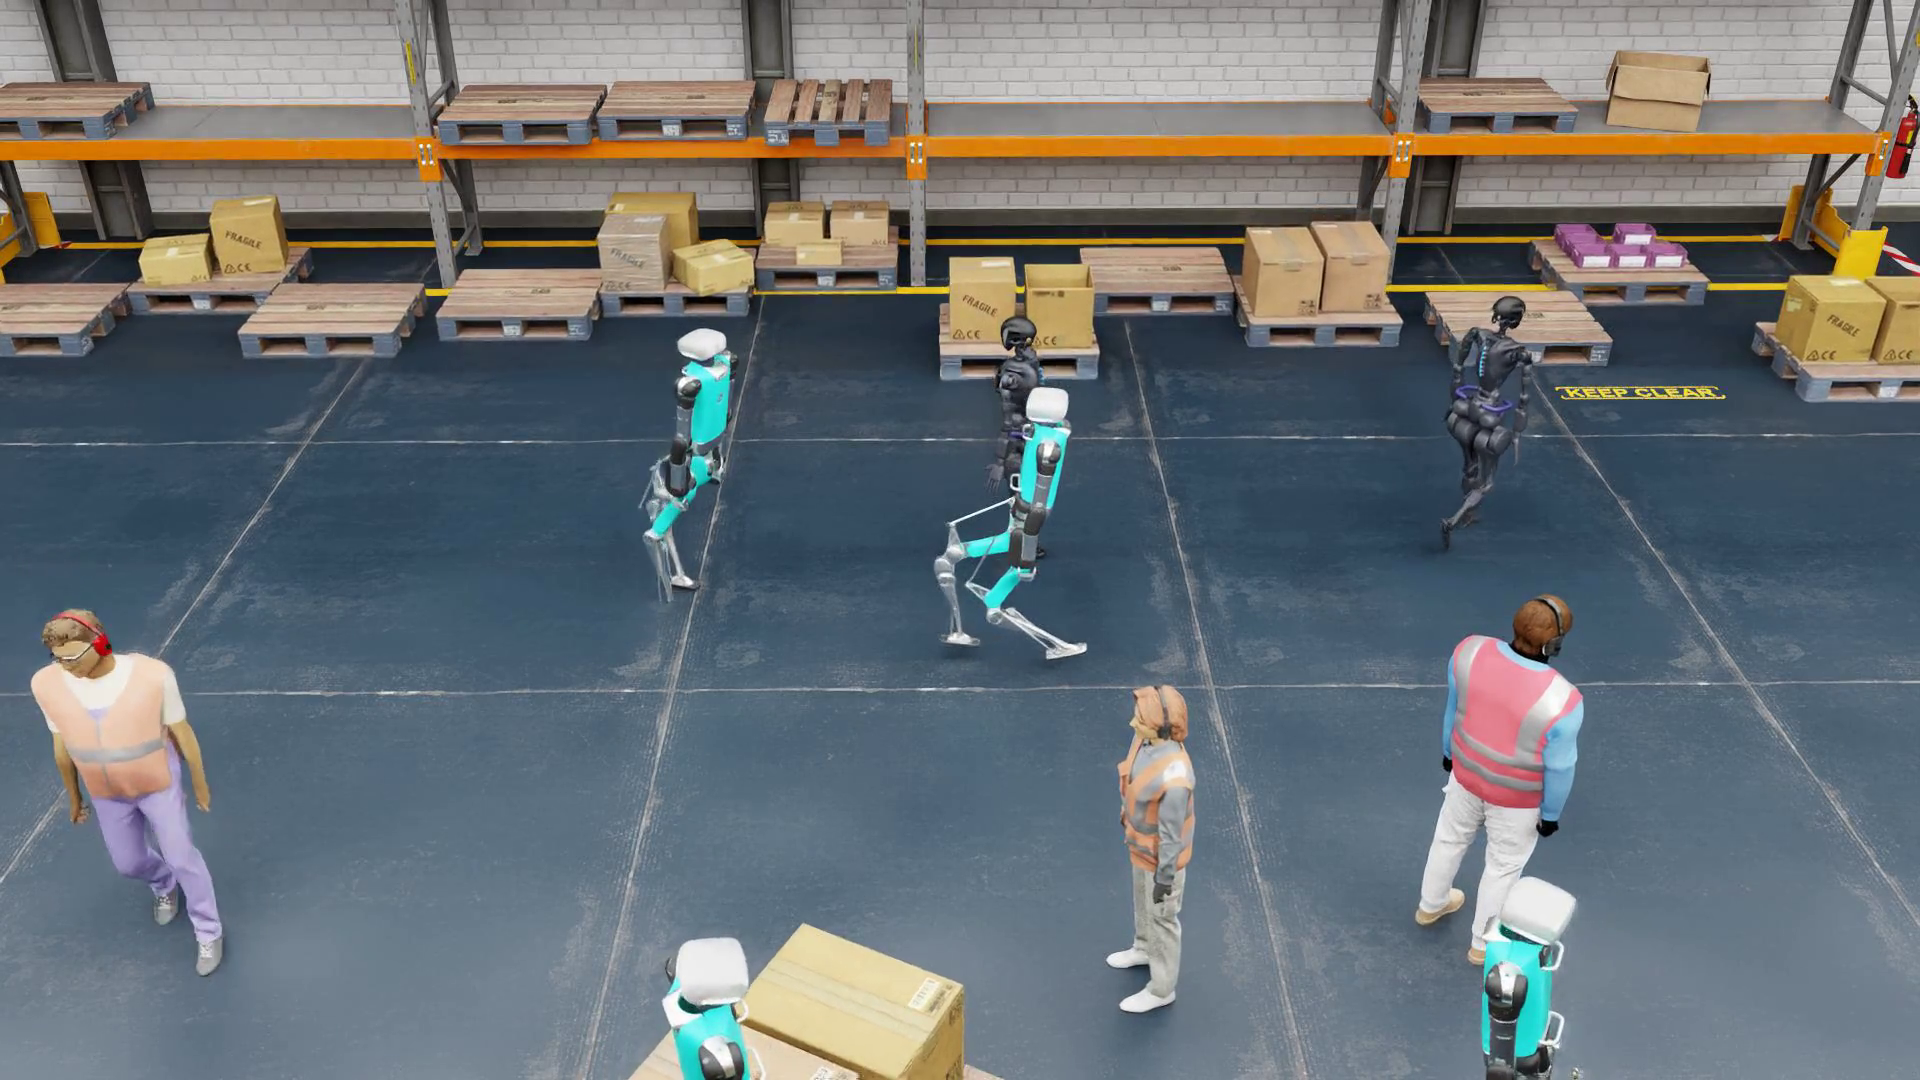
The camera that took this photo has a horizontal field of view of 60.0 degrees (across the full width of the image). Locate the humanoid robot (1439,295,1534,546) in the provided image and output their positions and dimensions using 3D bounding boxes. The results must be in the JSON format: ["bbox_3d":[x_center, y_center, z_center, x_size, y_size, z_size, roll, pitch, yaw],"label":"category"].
[{"bbox_3d":[3.187,-0.740,10.296,0.594,1.639,0.608,-21,37,-31],"label":"humanoid robot"}]

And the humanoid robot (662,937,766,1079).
[{"bbox_3d":[-0.614,2.019,5.656,0.657,1.832,0.538,-13,33,-20],"label":"humanoid robot"}]

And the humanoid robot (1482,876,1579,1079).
[{"bbox_3d":[2.121,1.975,5.749,1.100,1.739,0.546,15,34,23],"label":"humanoid robot"}]

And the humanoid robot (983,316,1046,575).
[{"bbox_3d":[0.355,-0.562,9.966,0.315,1.657,0.599,12,33,19],"label":"humanoid robot"}]

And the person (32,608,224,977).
[{"bbox_3d":[-3.550,1.036,7.178,0.577,1.828,0.577,-3,31,-6],"label":"person"}]

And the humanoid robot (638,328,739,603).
[{"bbox_3d":[-1.663,-0.402,9.716,0.791,1.831,0.548,13,33,21],"label":"humanoid robot"}]

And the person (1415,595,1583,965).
[{"bbox_3d":[2.349,1.027,7.192,0.430,1.833,0.626,-23,38,-33],"label":"person"}]

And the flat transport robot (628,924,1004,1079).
[{"bbox_3d":[-0.522,2.504,6.243,1.431,0.231,0.659,15,34,23],"label":"flat transport robot"}]

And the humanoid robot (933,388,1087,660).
[{"bbox_3d":[0.194,-0.024,9.061,1.059,1.736,0.544,1,31,1],"label":"humanoid robot"}]

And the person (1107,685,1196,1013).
[{"bbox_3d":[0.814,1.284,6.949,0.314,1.631,0.518,-5,31,-8],"label":"person"}]
